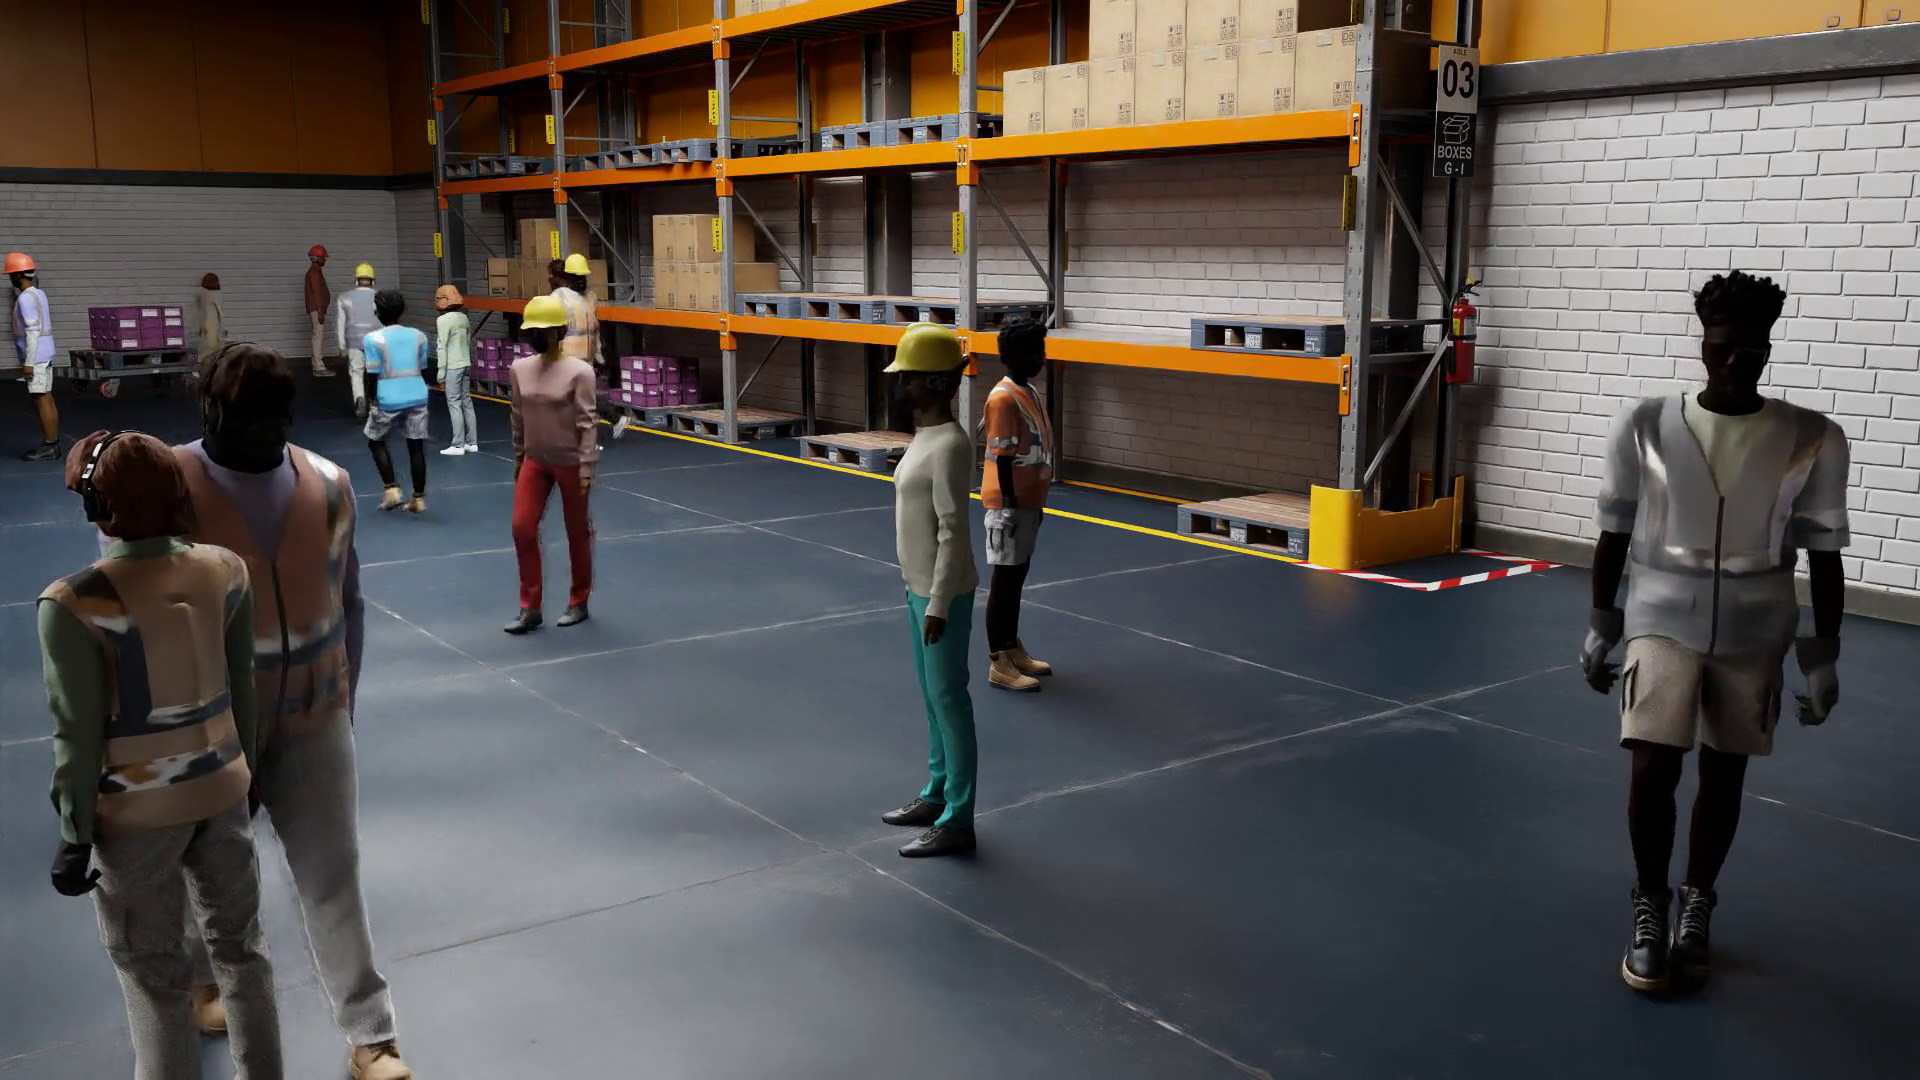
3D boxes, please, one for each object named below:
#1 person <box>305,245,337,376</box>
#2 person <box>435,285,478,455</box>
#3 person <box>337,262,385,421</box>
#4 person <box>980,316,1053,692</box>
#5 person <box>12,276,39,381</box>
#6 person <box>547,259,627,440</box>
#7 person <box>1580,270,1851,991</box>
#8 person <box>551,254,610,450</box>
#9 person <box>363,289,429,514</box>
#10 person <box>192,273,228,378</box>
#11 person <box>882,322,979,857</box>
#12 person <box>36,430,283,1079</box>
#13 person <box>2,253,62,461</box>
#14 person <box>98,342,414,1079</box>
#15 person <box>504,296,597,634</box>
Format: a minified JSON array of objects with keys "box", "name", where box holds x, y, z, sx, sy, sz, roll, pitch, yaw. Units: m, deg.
[{"box":[-9.781,-3.493,25.397,0.392,1.990,0.612,-4,11,-22],"name":"person"},{"box":[-4.861,-1.633,16.007,0.289,1.624,0.494,2,10,12],"name":"person"},{"box":[-6.691,-2.216,18.747,0.607,1.814,0.684,-3,11,-18],"name":"person"},{"box":[0.264,-0.169,7.602,0.318,1.696,0.533,3,10,14],"name":"person"},{"box":[-13.749,-3.270,24.484,0.326,1.871,0.520,1,10,7],"name":"person"},{"box":[-3.819,-1.909,16.875,0.861,1.874,0.606,2,10,9],"name":"person"},{"box":[2.007,0.267,4.440,0.643,1.945,0.614,4,11,20],"name":"person"},{"box":[-3.678,-1.790,16.110,0.415,1.915,0.612,6,12,30],"name":"person"},{"box":[-4.187,-1.018,12.404,0.395,1.686,0.547,9,14,42],"name":"person"},{"box":[-11.036,-3.117,24.400,0.510,1.600,0.817,6,12,29],"name":"person"},{"box":[-0.097,0.164,5.542,0.308,1.769,0.525,-2,10,-11],"name":"person"},{"box":[-1.701,0.581,3.559,0.310,1.638,0.523,4,11,22],"name":"person"},{"box":[-8.653,-1.698,15.505,0.376,1.932,0.543,-3,11,-17],"name":"person"},{"box":[-1.725,0.420,4.051,0.641,1.799,0.943,-10,14,-43],"name":"person"},{"box":[-2.150,-0.379,8.614,0.553,1.739,0.685,3,11,18],"name":"person"}]
